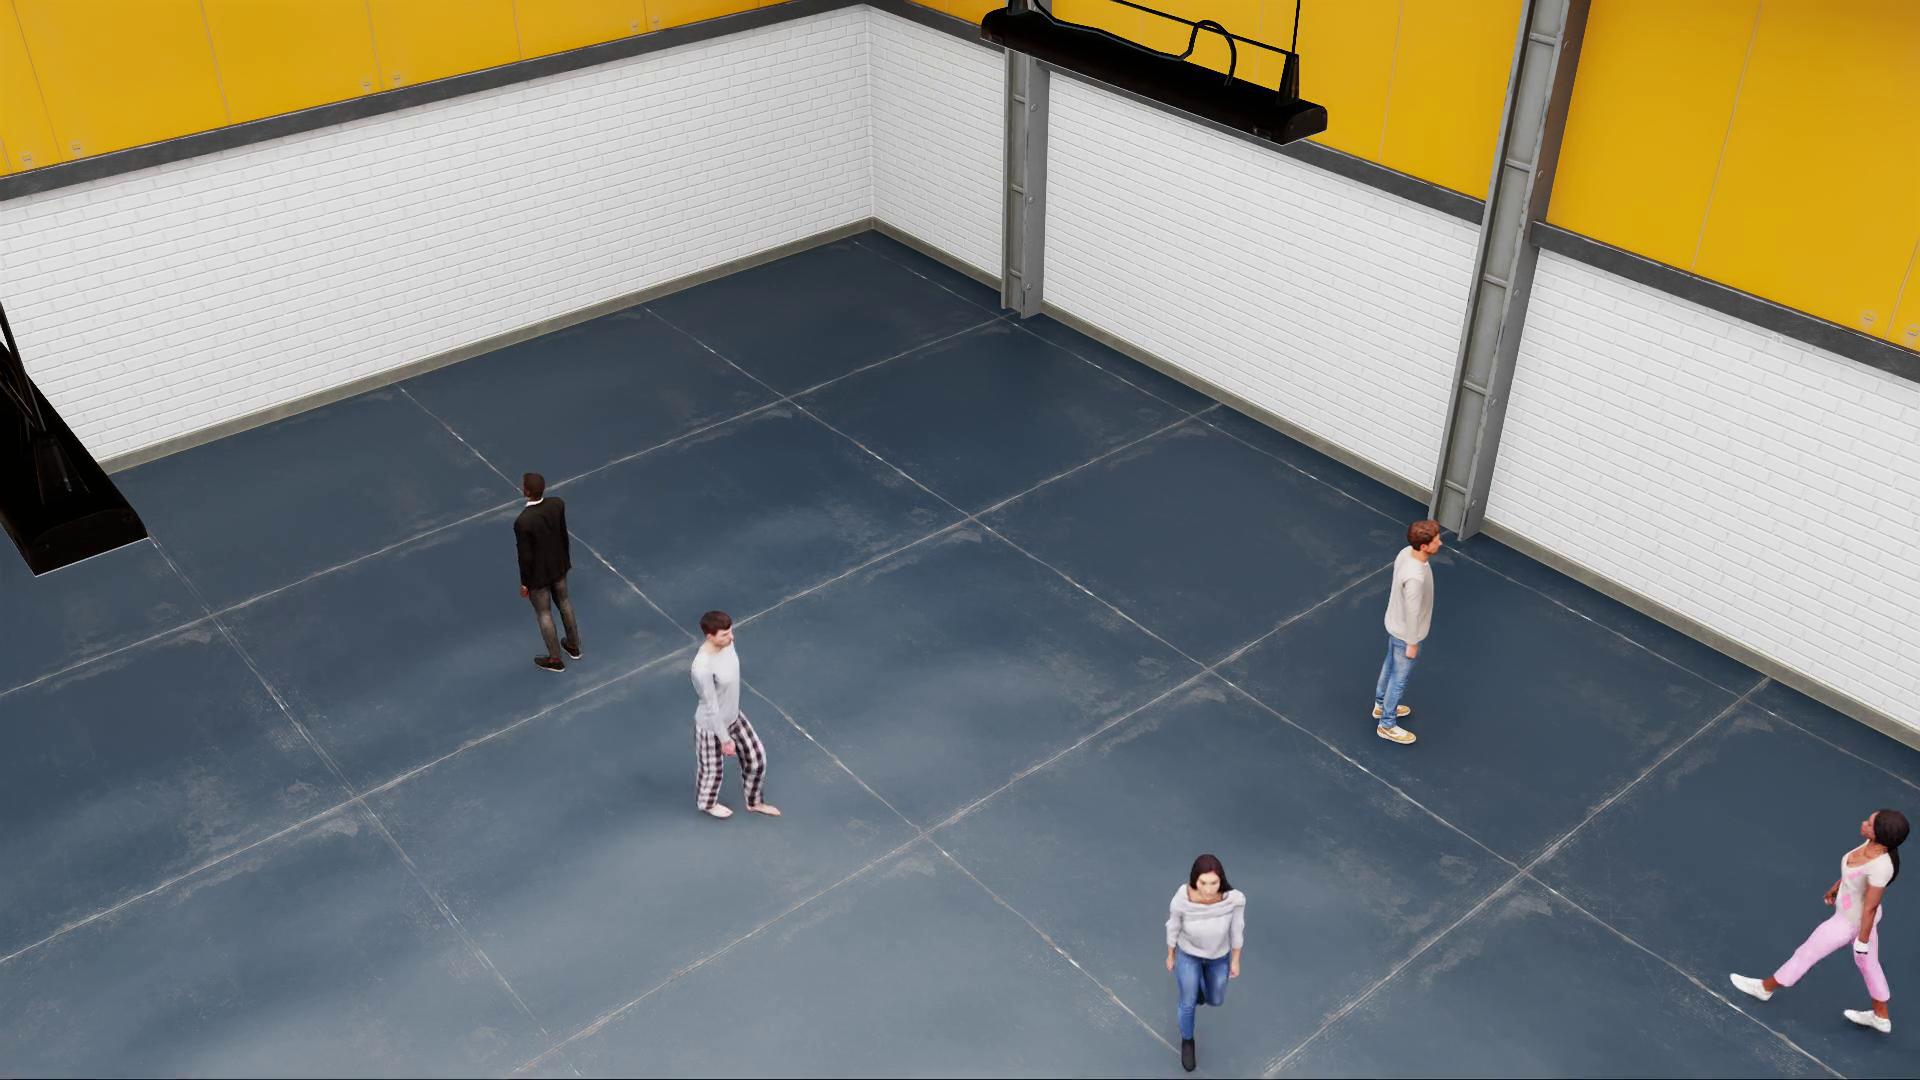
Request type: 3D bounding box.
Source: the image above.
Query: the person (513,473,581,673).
[{"bbox_3d":[-3.287,0.236,13.219,0.645,1.800,0.727,24,40,32],"label":"person"}]

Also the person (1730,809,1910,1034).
[{"bbox_3d":[5.537,2.359,10.129,1.243,1.686,0.875,18,38,25],"label":"person"}]

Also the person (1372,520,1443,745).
[{"bbox_3d":[3.352,0.655,12.496,0.807,1.904,0.753,4,34,5],"label":"person"}]

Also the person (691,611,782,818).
[{"bbox_3d":[-1.769,1.237,11.687,0.975,1.829,0.836,15,36,21],"label":"person"}]

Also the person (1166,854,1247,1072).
[{"bbox_3d":[1.456,2.461,10.037,0.885,1.618,0.958,1,34,1],"label":"person"}]
